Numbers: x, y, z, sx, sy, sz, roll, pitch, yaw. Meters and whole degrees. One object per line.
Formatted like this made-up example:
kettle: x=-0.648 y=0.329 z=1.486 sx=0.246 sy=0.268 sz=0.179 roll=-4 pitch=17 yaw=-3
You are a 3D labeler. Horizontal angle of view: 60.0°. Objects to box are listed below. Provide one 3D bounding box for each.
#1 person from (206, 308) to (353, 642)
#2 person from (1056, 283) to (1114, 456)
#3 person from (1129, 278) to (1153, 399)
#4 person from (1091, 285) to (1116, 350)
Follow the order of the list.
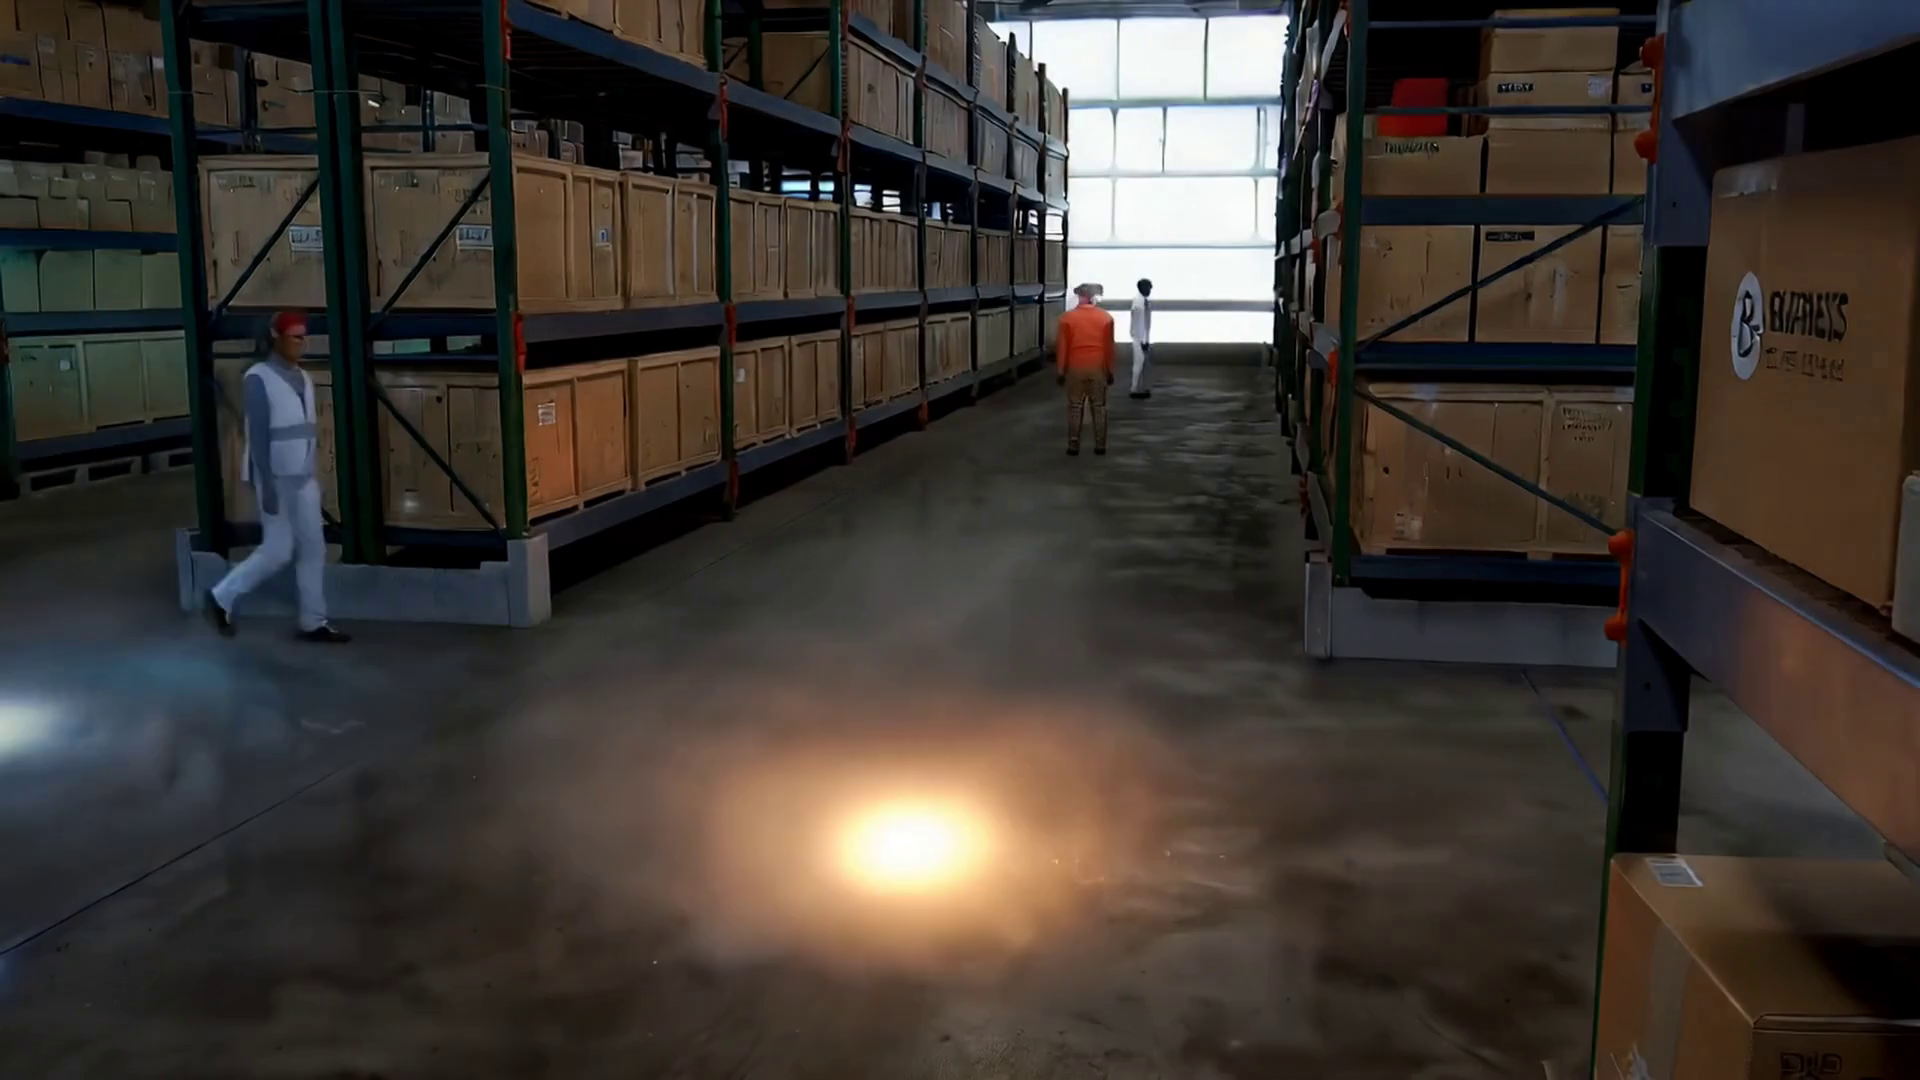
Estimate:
person: x=-3.715 y=-0.332 z=8.984 sx=0.678 sy=1.832 sz=0.564 roll=2 pitch=9 yaw=10
person: x=1.369 y=-1.872 z=18.323 sx=0.651 sy=1.904 sz=0.403 roll=-2 pitch=9 yaw=-12
person: x=2.904 y=-3.228 z=26.668 sx=0.363 sy=1.932 sz=0.632 roll=2 pitch=9 yaw=10
person: x=3.406 y=-5.472 z=41.269 sx=0.911 sy=1.697 sz=0.590 roll=1 pitch=9 yaw=5
